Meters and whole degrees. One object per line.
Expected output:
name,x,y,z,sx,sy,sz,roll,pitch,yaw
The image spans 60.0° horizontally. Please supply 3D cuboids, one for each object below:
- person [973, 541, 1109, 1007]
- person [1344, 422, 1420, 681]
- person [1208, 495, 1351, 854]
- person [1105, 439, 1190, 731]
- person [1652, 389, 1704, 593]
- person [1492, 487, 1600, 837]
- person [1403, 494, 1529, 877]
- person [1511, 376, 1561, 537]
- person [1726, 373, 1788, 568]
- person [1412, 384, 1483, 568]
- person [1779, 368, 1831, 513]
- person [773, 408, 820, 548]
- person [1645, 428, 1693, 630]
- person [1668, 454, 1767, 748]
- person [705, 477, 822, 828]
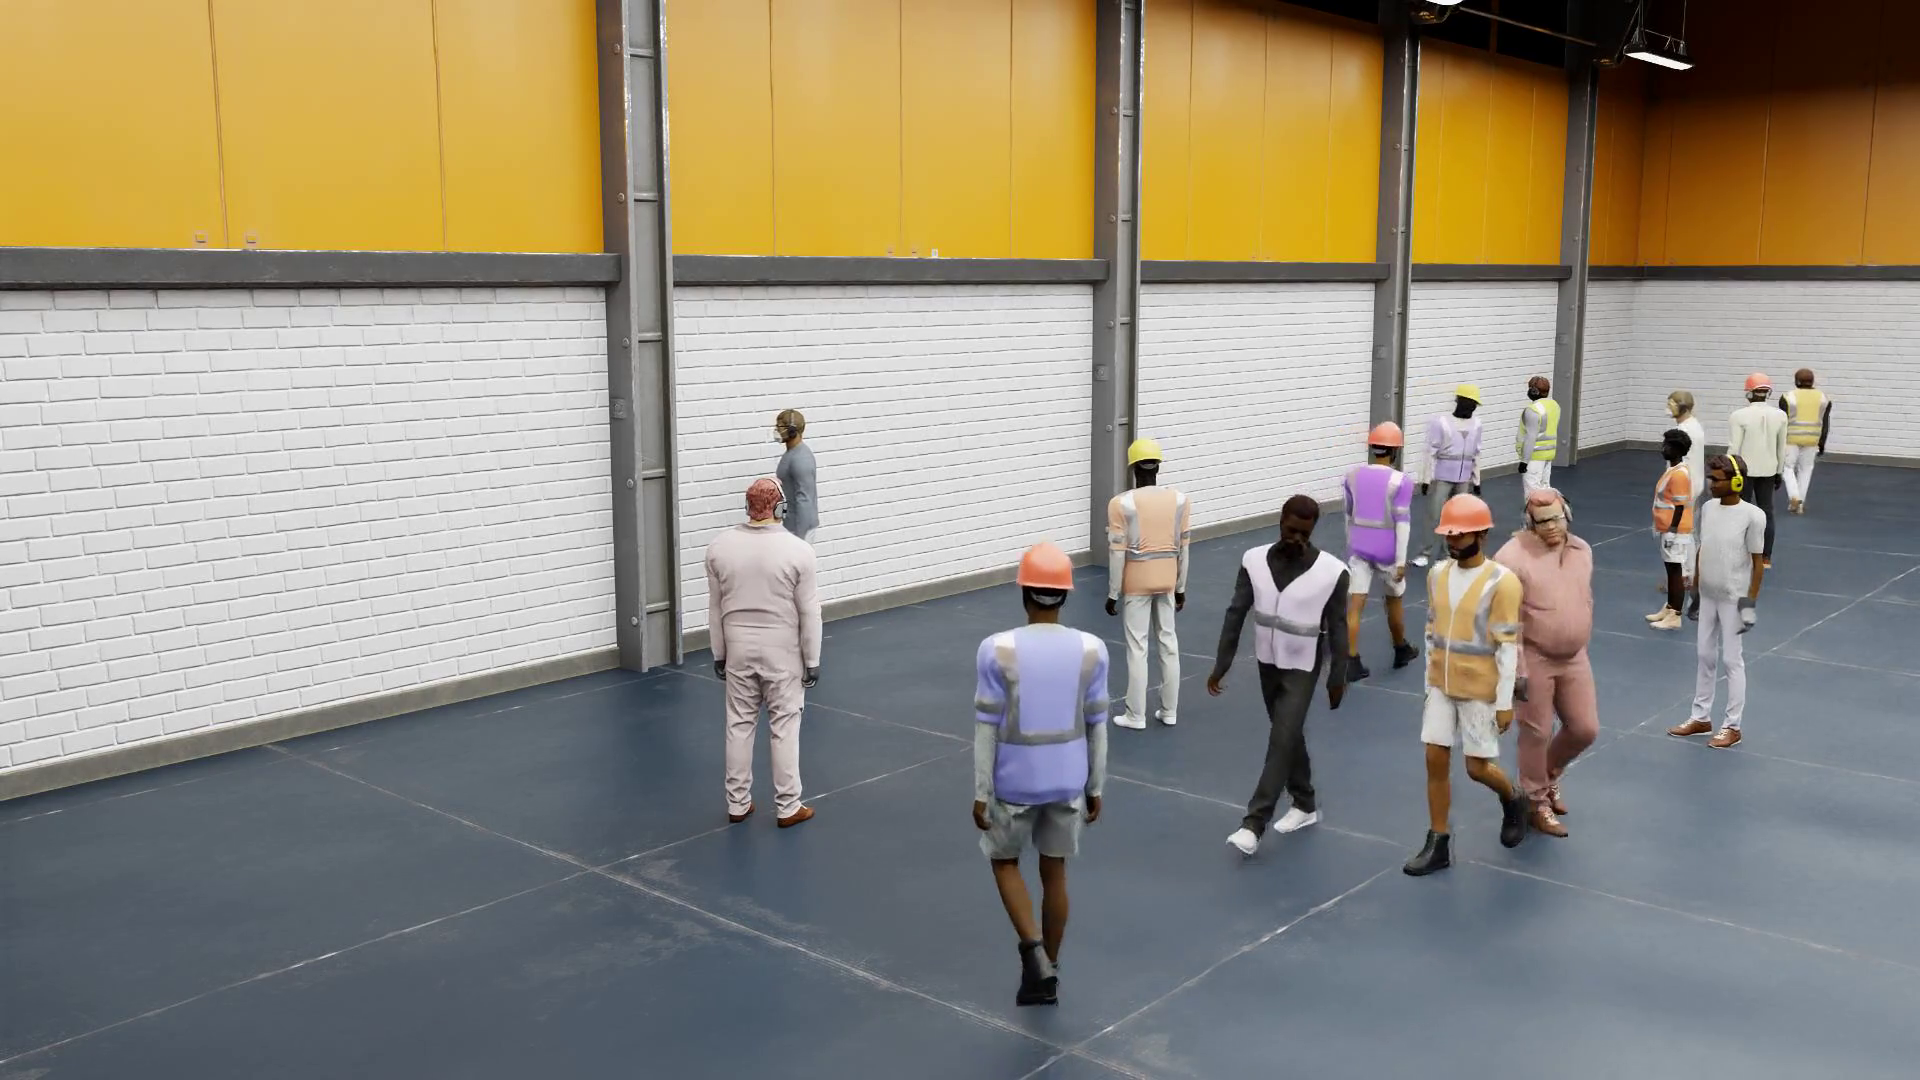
person,0.331,0.967,6.663,0.560,1.918,0.499,-2,9,-12
person,3.141,0.068,12.385,0.568,1.889,0.958,7,12,39
person,1.633,0.688,8.595,0.629,1.849,1.015,8,12,42
person,1.215,0.295,10.901,0.589,1.914,0.398,-3,10,-21
person,6.698,-0.444,15.519,0.508,1.918,0.654,3,10,18
person,3.108,0.645,8.819,0.647,1.877,0.425,-3,10,-19
person,2.569,0.709,8.304,0.735,1.913,0.555,-6,11,-34
person,6.505,-0.930,18.822,0.429,1.844,0.624,9,13,44
person,8.056,-0.699,16.895,0.623,1.989,0.400,-1,9,-4
person,4.962,-0.632,16.845,0.714,1.891,0.363,-3,9,-17
person,10.466,-1.219,20.686,0.642,1.834,0.567,1,9,7
person,-1.296,-0.071,13.146,0.373,1.936,0.646,-2,9,-10
person,5.993,-0.091,14.000,0.320,1.699,0.532,3,10,18
person,4.816,0.381,10.527,0.329,1.865,0.518,-4,10,-22
person,-1.041,0.606,9.007,0.646,1.902,0.399,2,9,15
